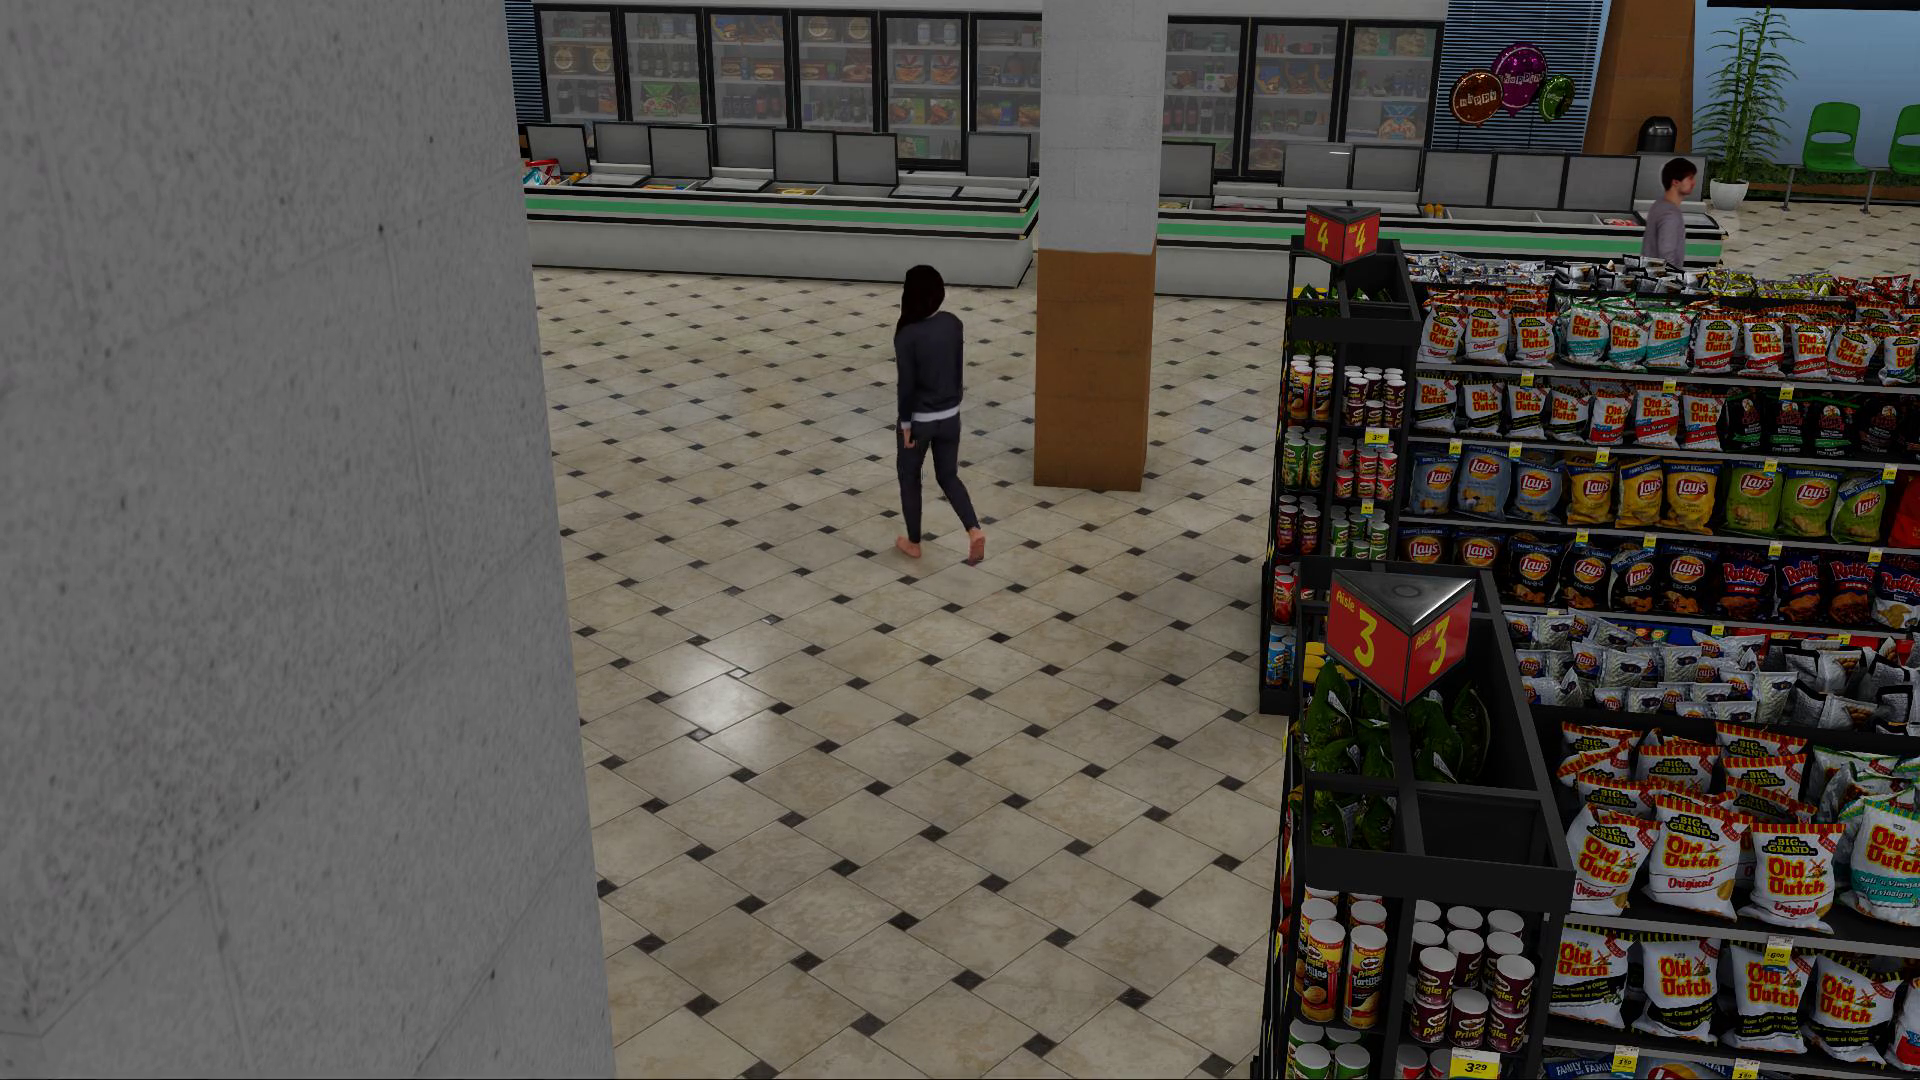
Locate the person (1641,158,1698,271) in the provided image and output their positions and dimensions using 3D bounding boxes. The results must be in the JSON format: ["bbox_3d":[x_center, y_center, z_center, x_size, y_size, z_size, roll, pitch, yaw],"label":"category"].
[{"bbox_3d":[4.945,-1.786,11.796,0.550,1.843,0.684,6,24,14],"label":"person"}]

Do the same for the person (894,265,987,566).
[{"bbox_3d":[-0.113,-0.655,9.330,0.993,1.748,1.024,-14,27,-29],"label":"person"}]
